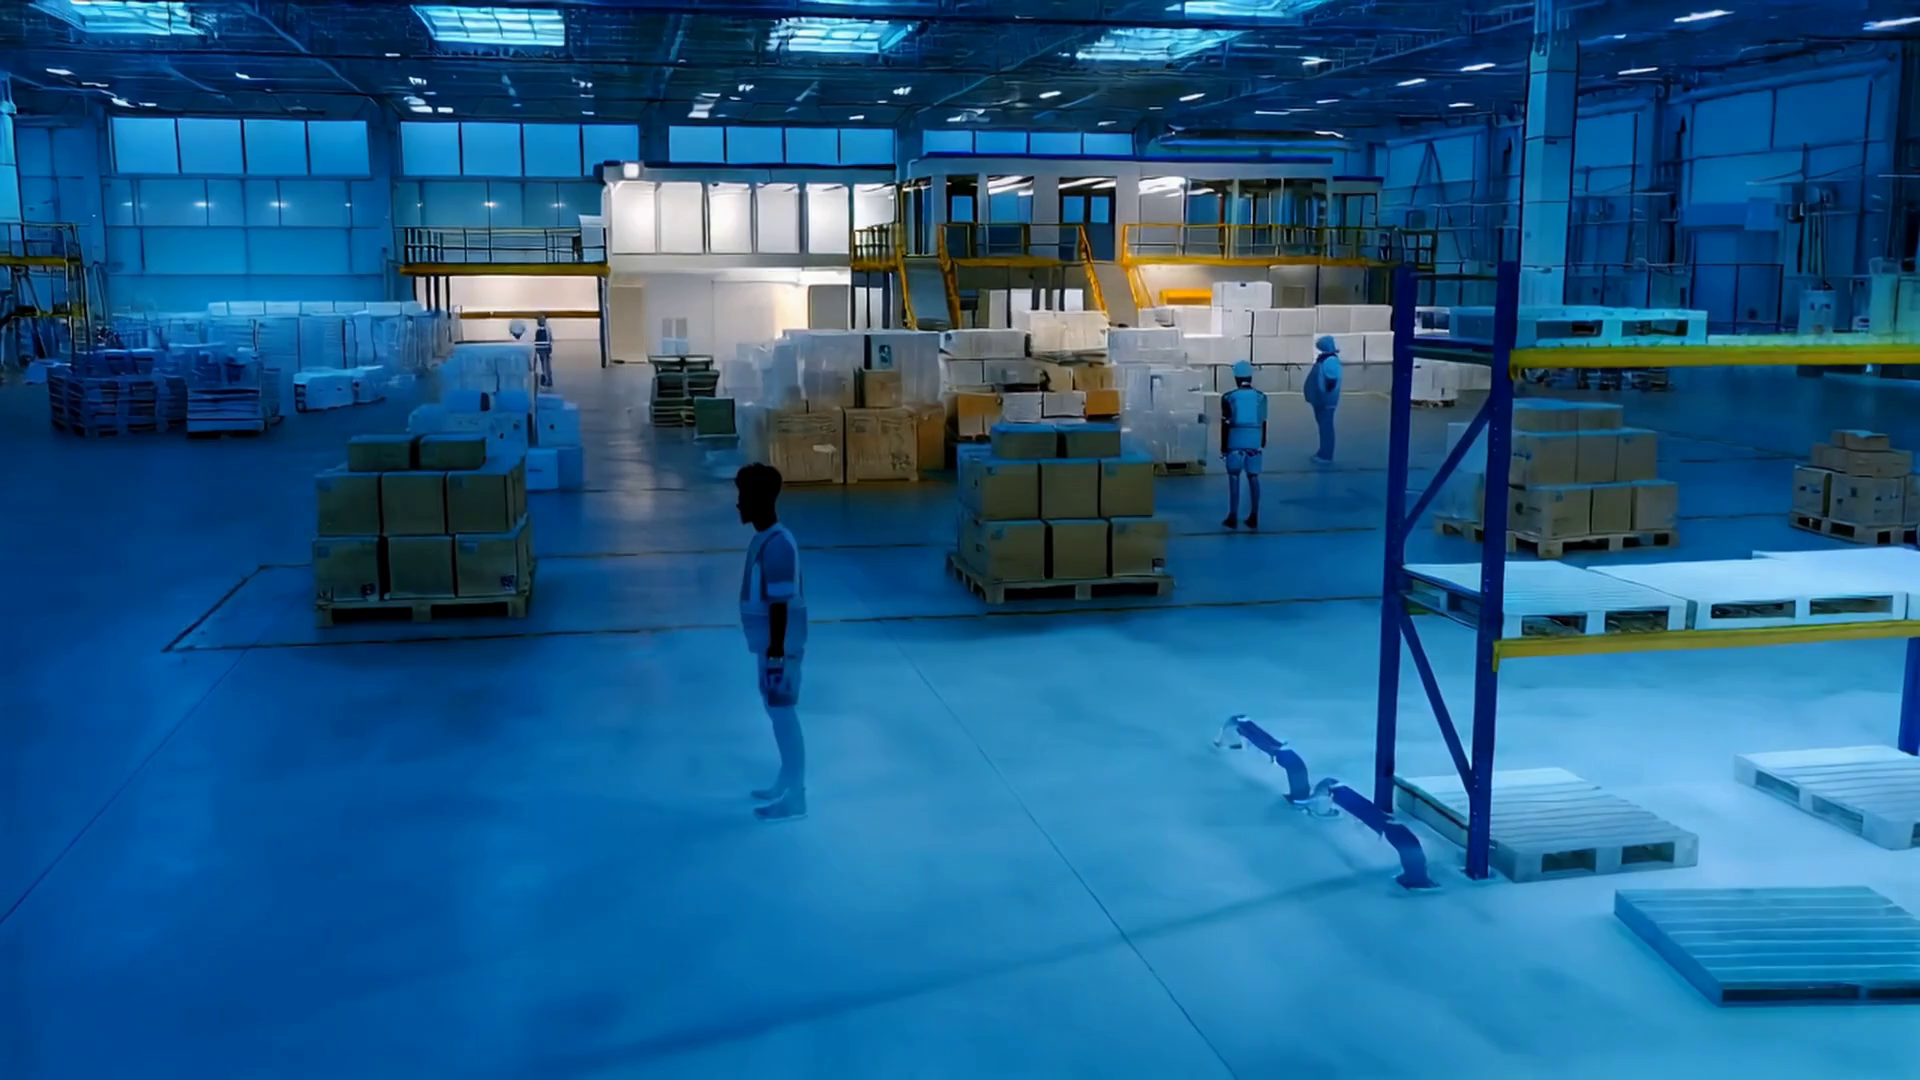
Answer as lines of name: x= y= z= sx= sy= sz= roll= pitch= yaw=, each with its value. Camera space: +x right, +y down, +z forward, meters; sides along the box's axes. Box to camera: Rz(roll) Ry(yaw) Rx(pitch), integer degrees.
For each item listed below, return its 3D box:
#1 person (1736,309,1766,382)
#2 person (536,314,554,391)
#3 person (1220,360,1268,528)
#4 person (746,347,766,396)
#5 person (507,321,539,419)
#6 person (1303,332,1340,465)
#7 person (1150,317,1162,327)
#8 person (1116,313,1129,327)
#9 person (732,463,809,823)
person: x=20.863 y=-5.111 z=43.742 sx=0.967 sy=1.893 sz=0.619 roll=-1 pitch=9 yaw=-7
person: x=-10.084 y=-4.546 z=40.357 sx=0.572 sy=1.886 sz=0.355 roll=7 pitch=11 yaw=35
person: x=3.259 y=-1.097 z=19.182 sx=0.544 sy=1.938 sz=0.356 roll=-1 pitch=9 yaw=-8
person: x=-3.203 y=-2.266 z=26.949 sx=0.538 sy=1.730 sz=0.343 roll=-4 pitch=10 yaw=-22
person: x=-8.682 y=-3.314 z=32.674 sx=0.625 sy=1.938 sz=1.027 roll=8 pitch=12 yaw=40
person: x=5.497 y=-2.157 z=25.322 sx=0.537 sy=2.000 sz=0.689 roll=1 pitch=9 yaw=4
person: x=4.240 y=-3.877 z=36.140 sx=0.543 sy=1.932 sz=0.365 roll=6 pitch=11 yaw=33
person: x=4.194 y=-4.897 z=42.636 sx=0.346 sy=1.843 sz=0.506 roll=-9 pitch=13 yaw=-43
person: x=-1.027 y=0.553 z=9.084 sx=0.398 sy=1.956 sz=0.604 roll=-2 pitch=10 yaw=-12
